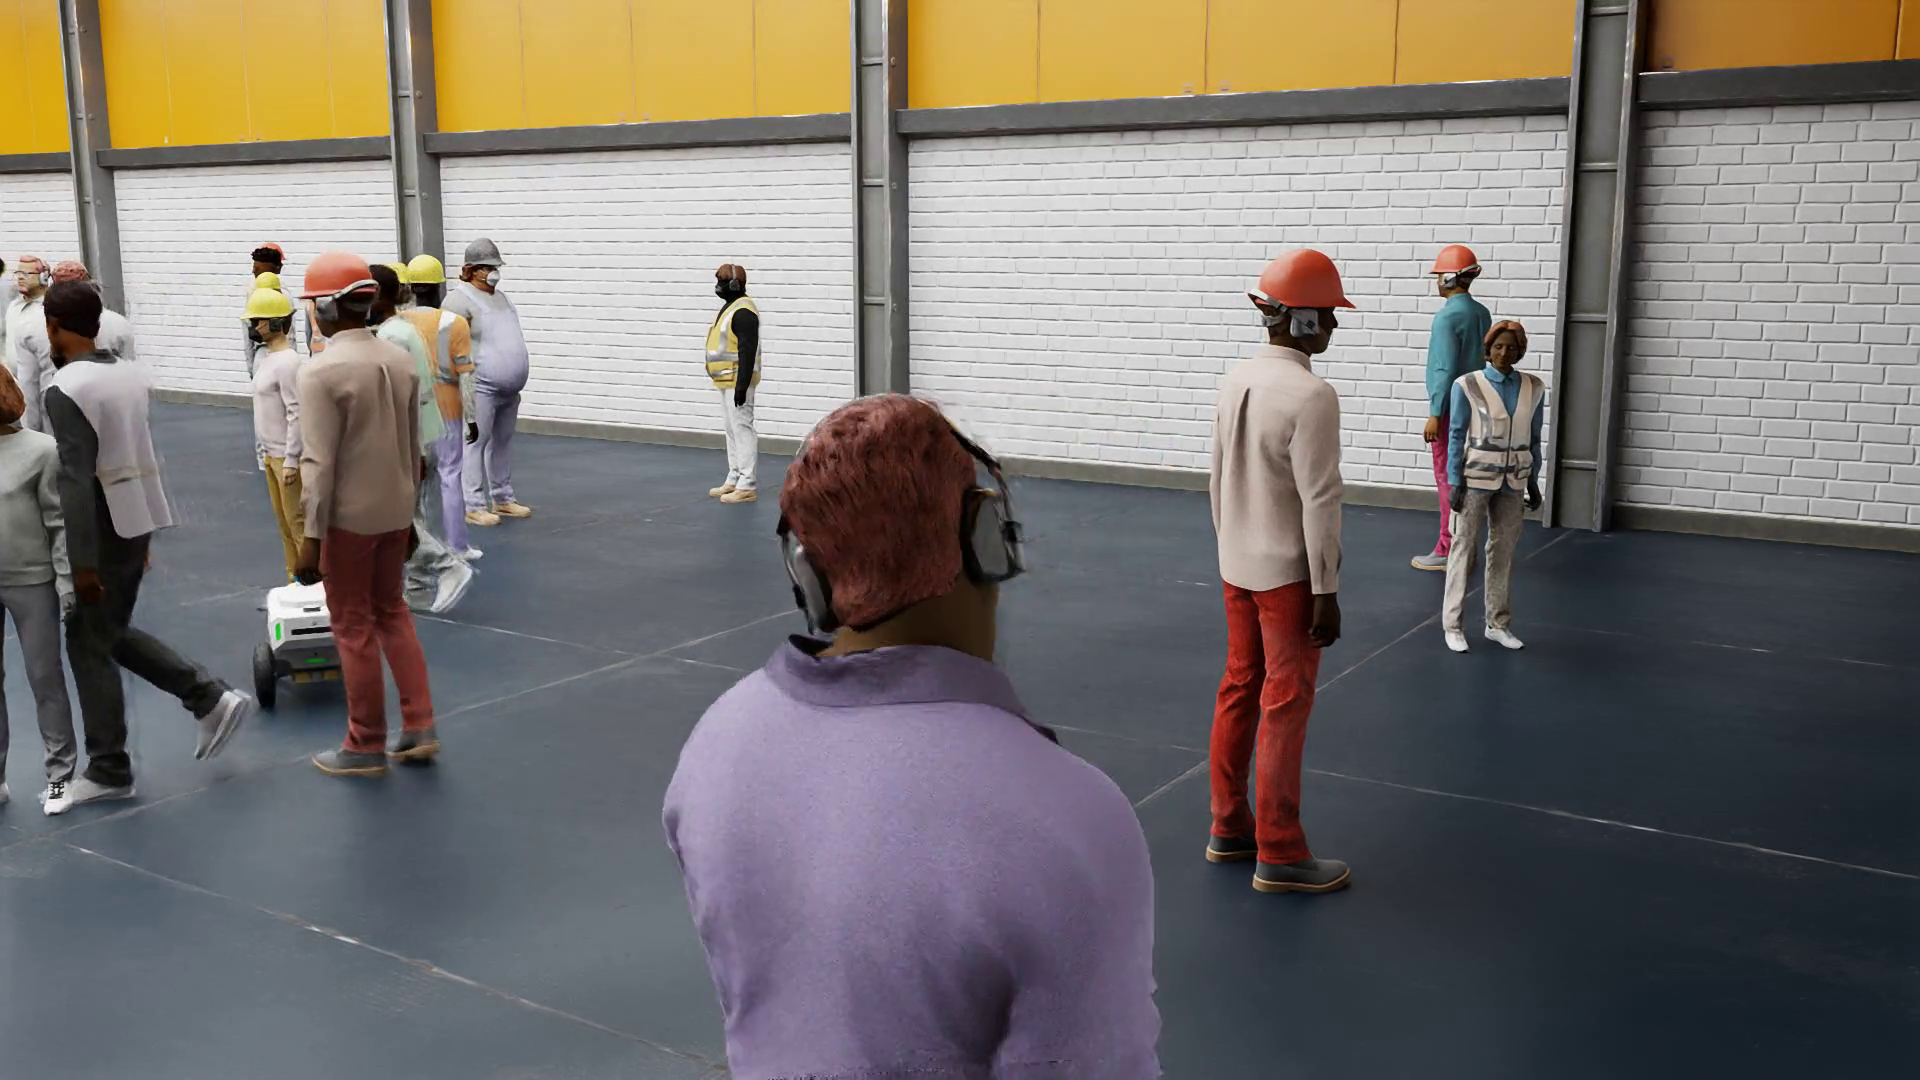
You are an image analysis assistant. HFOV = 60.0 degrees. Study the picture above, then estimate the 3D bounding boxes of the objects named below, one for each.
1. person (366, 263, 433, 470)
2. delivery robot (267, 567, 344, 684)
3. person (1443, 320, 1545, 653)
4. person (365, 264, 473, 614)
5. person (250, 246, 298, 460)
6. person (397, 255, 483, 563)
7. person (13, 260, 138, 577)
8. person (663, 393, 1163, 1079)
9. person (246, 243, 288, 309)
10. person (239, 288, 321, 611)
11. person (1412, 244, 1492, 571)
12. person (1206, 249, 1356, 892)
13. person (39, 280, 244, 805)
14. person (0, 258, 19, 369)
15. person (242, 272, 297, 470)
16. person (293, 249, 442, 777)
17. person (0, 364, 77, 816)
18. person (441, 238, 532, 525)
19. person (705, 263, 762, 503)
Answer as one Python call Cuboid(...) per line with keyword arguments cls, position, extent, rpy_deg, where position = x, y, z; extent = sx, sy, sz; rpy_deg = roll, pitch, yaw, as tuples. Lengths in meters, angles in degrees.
Cuboid(cls="person", position=(-4.856, -1.480, 14.431), extent=(0.403, 1.826, 0.592), rpy_deg=(5, 11, 26))
Cuboid(cls="delivery robot", position=(-2.921, 0.362, 7.481), extent=(0.477, 0.478, 0.707), rpy_deg=(-5, 11, -23))
Cuboid(cls="person", position=(2.631, -0.262, 8.206), extent=(0.515, 1.636, 0.315), rpy_deg=(-2, 10, -12))
Cuboid(cls="person", position=(-2.961, -0.524, 8.935), extent=(0.515, 1.899, 0.583), rpy_deg=(-1, 10, -8))
Cuboid(cls="person", position=(-6.204, -1.668, 15.076), extent=(0.366, 1.967, 0.603), rpy_deg=(-8, 13, -37))
Cuboid(cls="person", position=(-3.294, -0.805, 10.394), extent=(0.593, 1.930, 0.358), rpy_deg=(1, 10, 7))
Cuboid(cls="person", position=(-5.216, -0.702, 9.890), extent=(0.655, 1.906, 0.407), rpy_deg=(-6, 12, -30))
Cuboid(cls="person", position=(-0.007, 0.792, 1.721), extent=(0.410, 1.873, 0.709), rpy_deg=(-9, 14, -42))
Cuboid(cls="person", position=(-7.059, -2.050, 17.119), extent=(0.622, 1.992, 0.397), rpy_deg=(7, 12, 32))
Cuboid(cls="person", position=(-3.638, -0.454, 8.908), extent=(0.312, 1.768, 0.530), rpy_deg=(-7, 13, -35))
Cuboid(cls="person", position=(3.021, -0.805, 10.220), extent=(0.397, 1.992, 0.623), rpy_deg=(9, 13, 40))
Cuboid(cls="person", position=(1.016, 0.095, 5.227), extent=(0.396, 1.993, 0.618), rpy_deg=(-4, 11, -20))
Cuboid(cls="person", position=(-3.038, 0.000, 6.079), extent=(0.547, 1.881, 0.653), rpy_deg=(-1, 10, -6))
Cuboid(cls="person", position=(-12.107, -2.662, 20.980), extent=(0.940, 1.832, 0.539), rpy_deg=(6, 12, 32))
Cuboid(cls="person", position=(-6.052, -1.483, 14.672), extent=(0.487, 1.744, 0.296), rpy_deg=(2, 10, 8))
Cuboid(cls="person", position=(-2.263, -0.088, 6.263), extent=(0.396, 1.992, 0.627), rpy_deg=(3, 11, 18))
Cuboid(cls="person", position=(-3.358, 0.167, 5.831), extent=(0.507, 1.633, 0.277), rpy_deg=(-1, 10, -8))
Cuboid(cls="person", position=(-3.351, -1.139, 11.942), extent=(0.537, 2.000, 0.682), rpy_deg=(4, 11, 20))
Cuboid(cls="person", position=(-1.757, -1.214, 12.913), extent=(0.429, 1.844, 0.626), rpy_deg=(-4, 11, -21))
